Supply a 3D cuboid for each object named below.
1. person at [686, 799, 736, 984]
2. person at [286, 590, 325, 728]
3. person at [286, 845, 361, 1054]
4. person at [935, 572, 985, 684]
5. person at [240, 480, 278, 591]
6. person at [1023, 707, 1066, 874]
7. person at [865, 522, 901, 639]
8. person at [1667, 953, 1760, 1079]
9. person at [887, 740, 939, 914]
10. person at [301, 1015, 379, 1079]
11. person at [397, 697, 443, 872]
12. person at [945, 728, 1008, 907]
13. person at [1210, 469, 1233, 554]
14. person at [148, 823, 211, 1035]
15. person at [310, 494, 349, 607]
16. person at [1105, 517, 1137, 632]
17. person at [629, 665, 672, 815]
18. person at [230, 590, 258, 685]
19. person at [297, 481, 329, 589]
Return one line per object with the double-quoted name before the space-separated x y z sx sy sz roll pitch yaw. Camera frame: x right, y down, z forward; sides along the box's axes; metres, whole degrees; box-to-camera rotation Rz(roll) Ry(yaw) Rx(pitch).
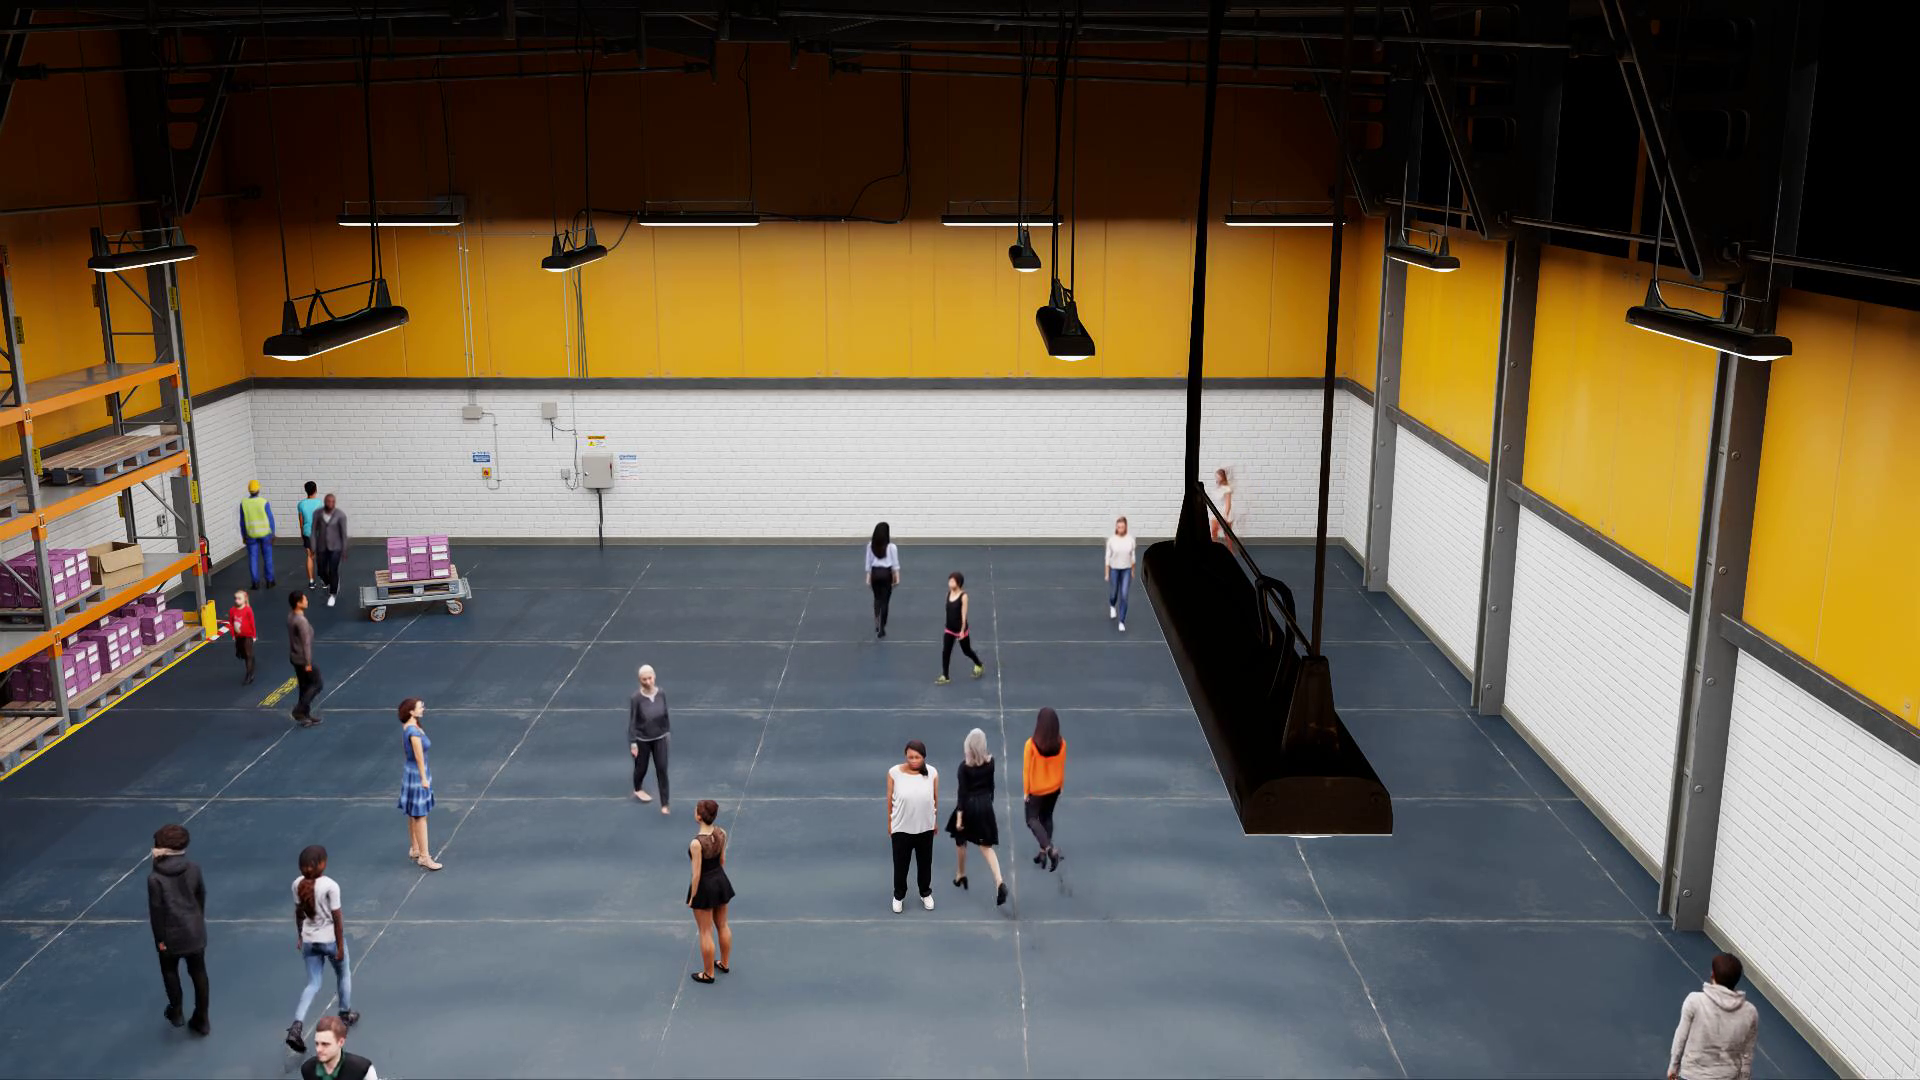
"person" -2.195 3.050 14.561 0.739 1.675 0.656 9 16 33
"person" -8.299 1.501 20.777 0.787 1.760 0.855 10 17 34
"person" -5.208 3.308 13.452 0.757 1.695 1.105 3 14 13
"person" 0.024 1.192 22.564 0.961 1.520 1.050 12 18 40
"person" -11.492 -0.090 27.230 0.754 1.815 0.714 -4 14 -17
"person" 0.866 2.526 16.599 0.852 1.733 0.986 -7 15 -27
"person" -1.180 0.608 24.523 0.731 1.731 0.709 3 14 12
"person" 5.144 3.734 11.398 0.699 1.833 1.135 1 14 5
"person" -0.441 2.715 15.918 0.683 1.687 0.644 -2 14 -8
"person" -3.958 3.891 10.801 0.776 1.809 1.062 2 14 10
"person" -5.467 2.445 16.781 0.818 1.805 0.713 -9 16 -33
"person" 0.212 2.692 15.973 1.025 1.706 1.220 -9 16 -33
"person" 4.609 -0.440 29.067 1.104 1.630 1.021 -11 17 -38
"person" -6.368 3.241 13.639 0.942 1.736 0.878 11 17 38
"person" -9.961 0.135 26.340 0.771 1.797 0.774 -1 14 -3
"person" 2.411 0.489 25.085 0.601 1.698 0.997 0 14 1
"person" -3.425 2.156 18.265 1.033 1.668 1.217 -9 16 -33
"person" -9.732 1.297 22.662 0.495 1.268 0.773 0 14 1
"person" -10.606 -0.086 27.302 0.643 1.773 0.573 -2 14 -10
